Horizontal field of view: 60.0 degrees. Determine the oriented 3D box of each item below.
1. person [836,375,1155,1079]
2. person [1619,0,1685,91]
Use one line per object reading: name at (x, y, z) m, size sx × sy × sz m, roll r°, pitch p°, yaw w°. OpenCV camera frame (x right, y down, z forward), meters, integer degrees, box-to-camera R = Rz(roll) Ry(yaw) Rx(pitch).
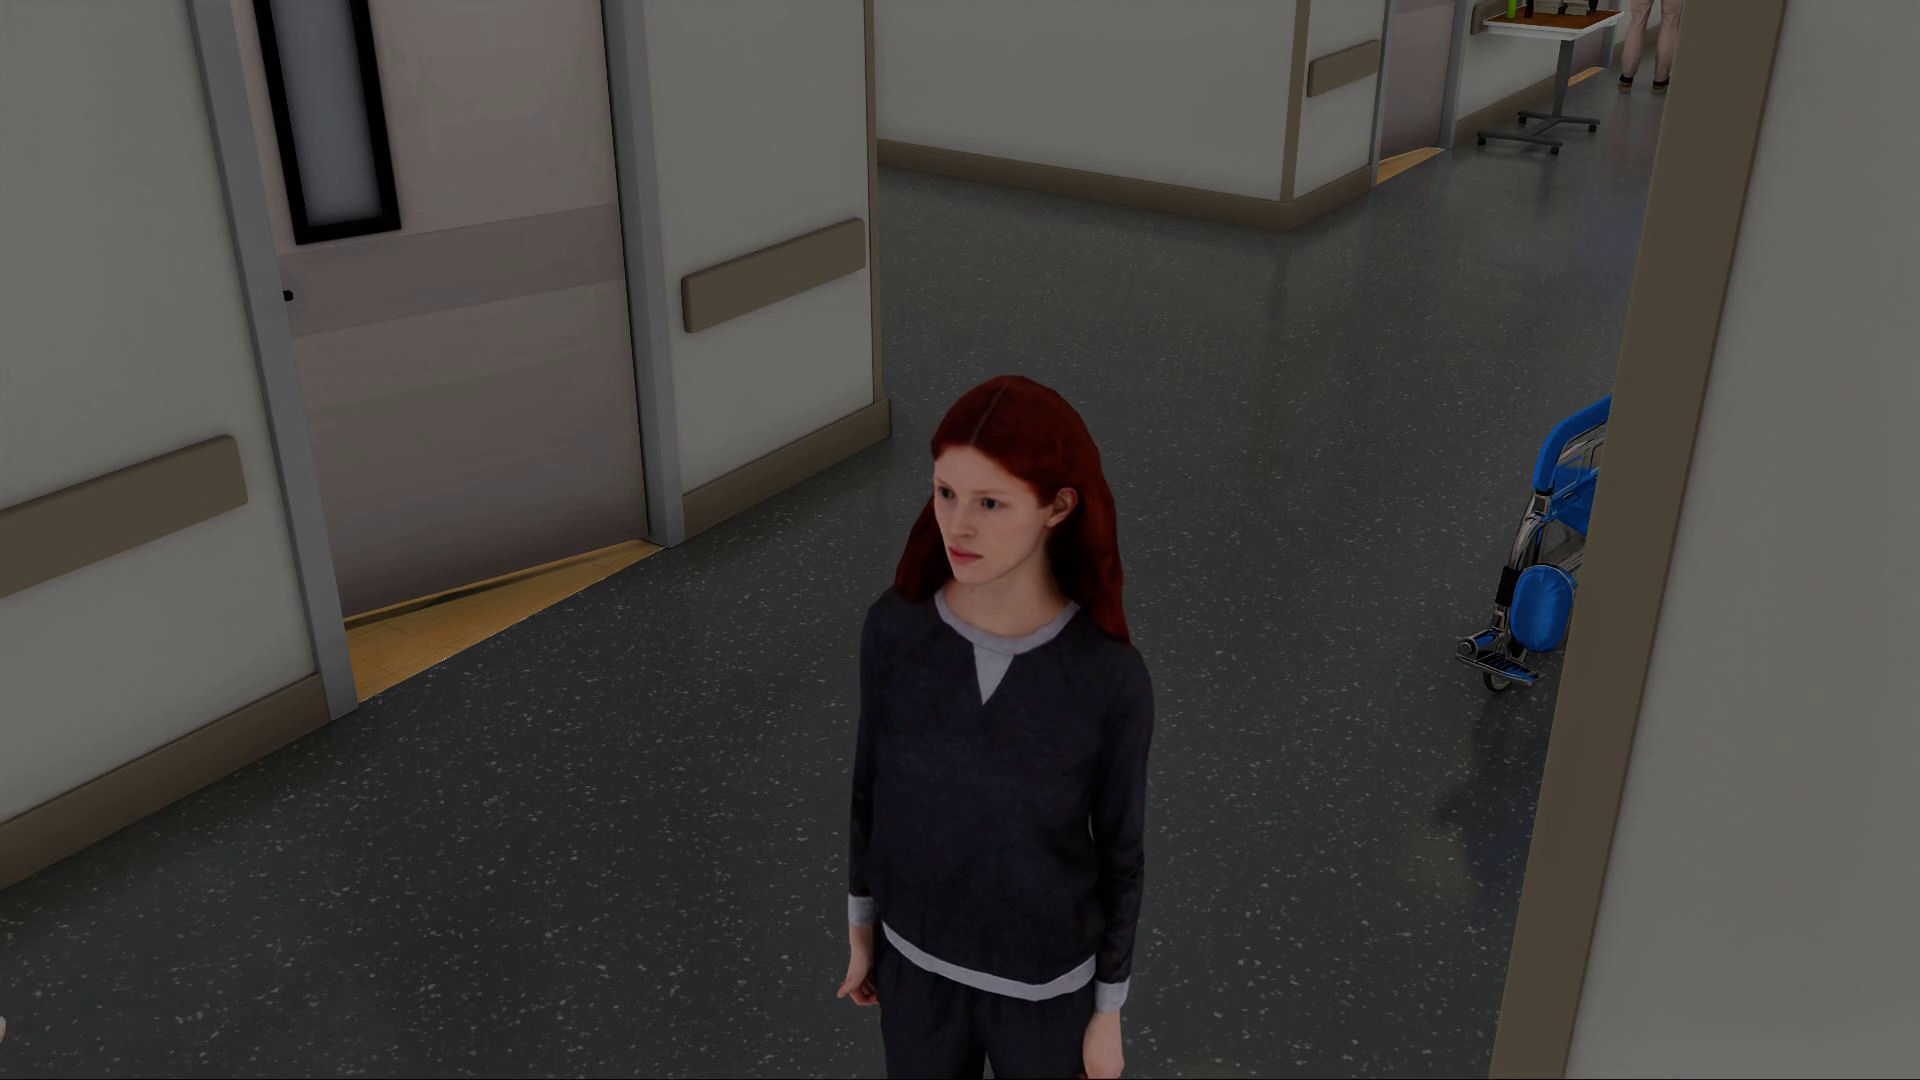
person at (0.046, 0.611, 2.370) m, size 0.610 × 1.779 × 0.541 m, roll 12°, pitch 28°, yaw 24°
person at (5.374, -4.413, 12.708) m, size 0.678 × 1.847 × 0.641 m, roll 13°, pitch 28°, yaw 24°
